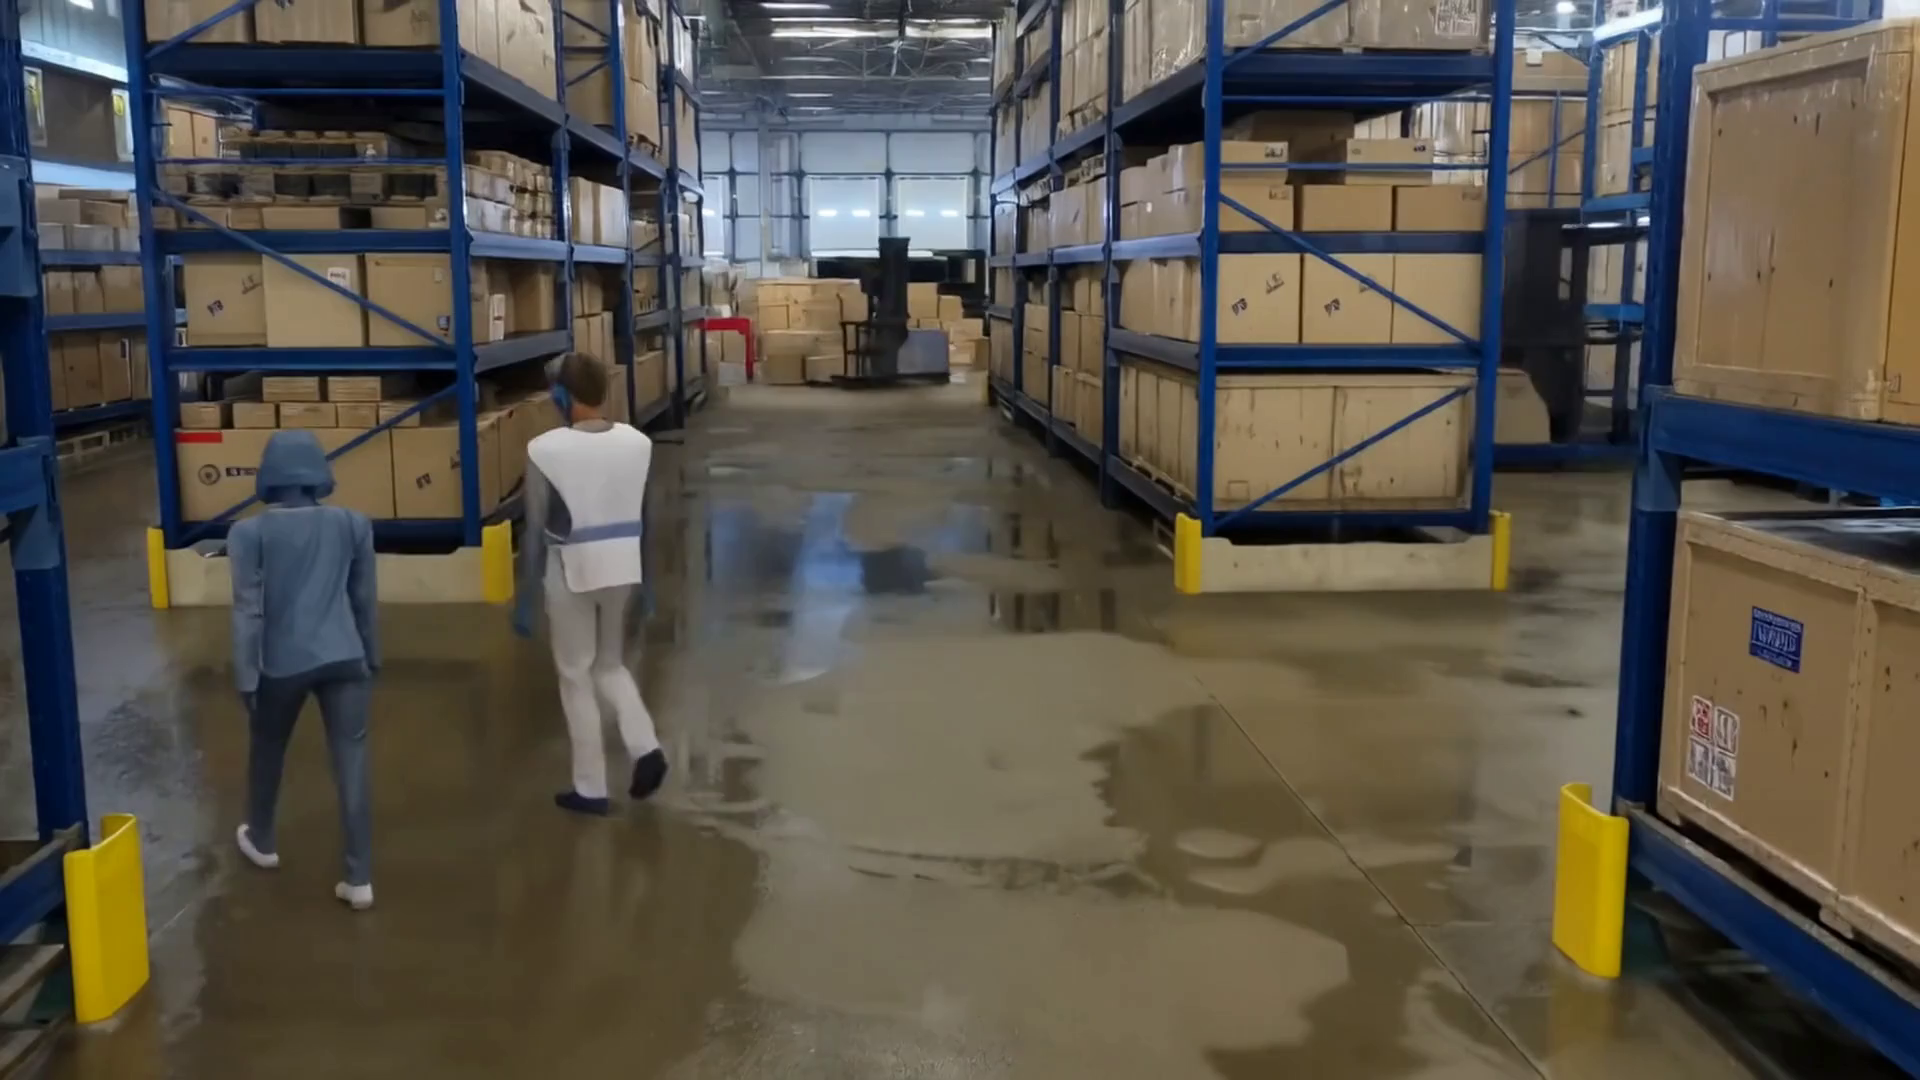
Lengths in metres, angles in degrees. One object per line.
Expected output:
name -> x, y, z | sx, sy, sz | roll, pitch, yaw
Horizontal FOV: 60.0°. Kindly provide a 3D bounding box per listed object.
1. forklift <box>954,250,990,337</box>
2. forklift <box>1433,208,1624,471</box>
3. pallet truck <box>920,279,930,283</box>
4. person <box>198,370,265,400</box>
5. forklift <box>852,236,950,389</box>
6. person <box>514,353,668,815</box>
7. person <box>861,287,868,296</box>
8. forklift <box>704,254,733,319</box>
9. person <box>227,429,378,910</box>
forklift -> 0.279, -6.743, 46.671 | 1.129, 2.768, 1.873 | 7, 11, 37
forklift -> 6.153, -2.197, 18.124 | 1.873, 2.768, 1.129 | -1, 9, -4
pallet truck -> -0.932, -8.922, 63.114 | 1.885, 1.965, 0.823 | 2, 9, 13
person -> -6.893, -1.305, 15.844 | 0.635, 1.828, 0.702 | -2, 9, -11
forklift -> -1.214, -4.246, 30.991 | 1.873, 2.768, 1.129 | -3, 9, -17
person -> -1.426, 0.187, 6.472 | 0.458, 1.820, 0.560 | 8, 12, 39
person -> -3.523, -8.756, 63.114 | 0.771, 1.664, 0.533 | 7, 11, 37
forklift -> -8.207, -8.253, 56.154 | 1.129, 2.768, 1.873 | 1, 9, 9
person -> -2.253, 0.421, 5.694 | 0.514, 1.596, 0.807 | -7, 12, -38
